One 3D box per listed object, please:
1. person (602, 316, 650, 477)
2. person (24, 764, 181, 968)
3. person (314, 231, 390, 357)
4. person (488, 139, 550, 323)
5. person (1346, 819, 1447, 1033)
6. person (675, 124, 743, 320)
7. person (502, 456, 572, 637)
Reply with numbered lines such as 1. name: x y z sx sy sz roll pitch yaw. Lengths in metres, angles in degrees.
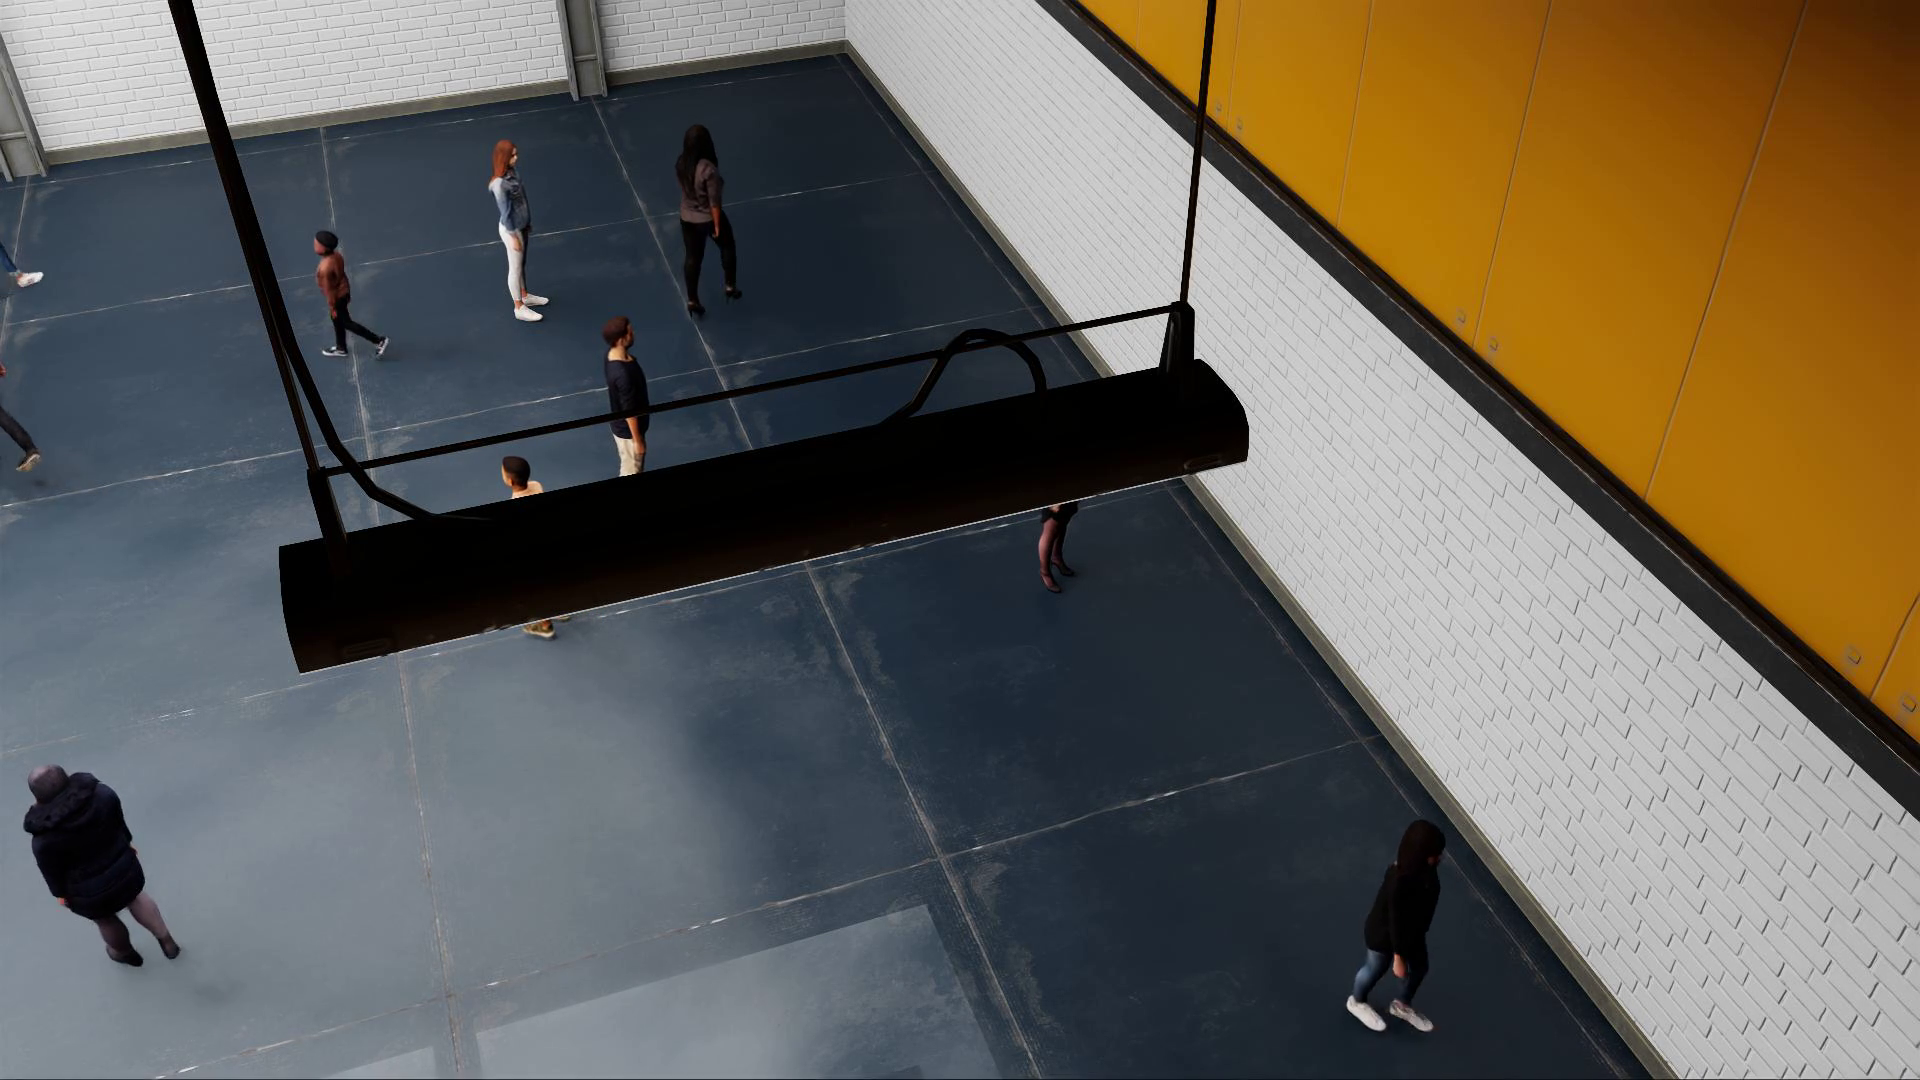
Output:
1. person: -2.484 -0.838 12.423 0.549 1.848 0.635 -13 40 -16
2. person: -4.737 1.847 9.207 0.939 1.666 0.883 20 43 23
3. person: -5.372 -2.123 14.521 0.923 1.239 0.705 0 39 0
4. person: -4.036 -2.807 15.009 0.636 1.699 0.677 0 39 0
5. person: 2.295 2.055 8.972 0.785 1.633 0.741 30 48 32
6. person: -2.357 -2.793 14.895 0.916 1.819 0.977 15 41 18
7. person: -2.978 0.034 11.643 0.636 1.459 0.589 12 40 15
